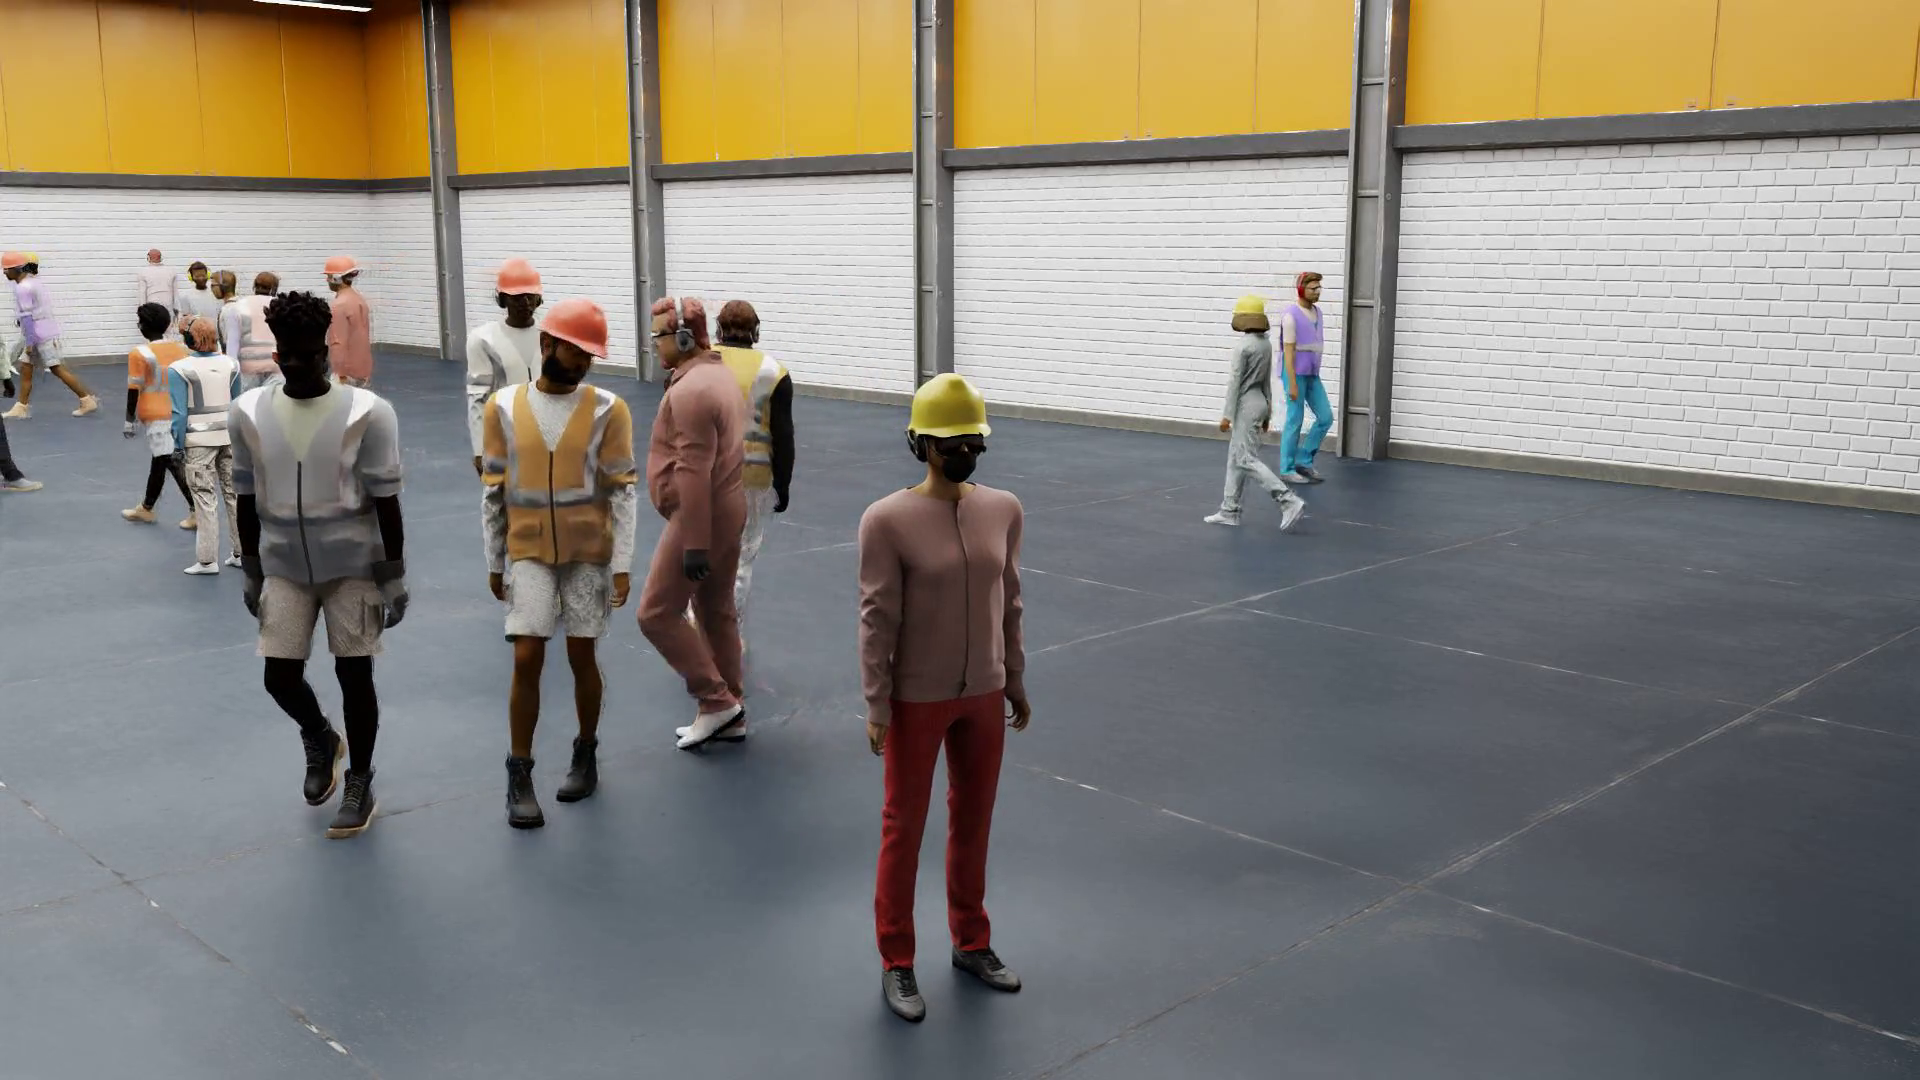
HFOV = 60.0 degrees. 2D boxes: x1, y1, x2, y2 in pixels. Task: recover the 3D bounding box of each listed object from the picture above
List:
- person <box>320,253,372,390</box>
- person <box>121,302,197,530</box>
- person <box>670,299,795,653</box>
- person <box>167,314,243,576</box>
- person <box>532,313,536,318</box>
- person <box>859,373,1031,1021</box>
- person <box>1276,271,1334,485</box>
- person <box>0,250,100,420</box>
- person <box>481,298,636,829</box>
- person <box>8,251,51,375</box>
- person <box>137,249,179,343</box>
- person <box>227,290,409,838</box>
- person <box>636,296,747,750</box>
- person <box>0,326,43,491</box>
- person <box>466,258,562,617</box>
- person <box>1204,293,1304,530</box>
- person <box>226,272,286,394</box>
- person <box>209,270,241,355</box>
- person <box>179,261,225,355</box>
[{"bbox_3d":[-5.207,-1.466,14.309,0.532,1.978,0.620,1,10,7],"label":"person"},{"bbox_3d":[-5.821,-0.894,12.084,0.861,1.647,0.544,3,11,16],"label":"person"},{"bbox_3d":[-1.148,-0.294,8.377,0.656,1.813,0.457,1,10,7],"label":"person"},{"bbox_3d":[-4.730,-0.597,10.486,0.309,1.645,0.514,5,12,27],"label":"person"},{"bbox_3d":[-4.493,-1.836,17.329,0.308,1.610,0.567,-1,10,-4],"label":"person"},{"bbox_3d":[-0.029,0.424,4.580,0.533,1.768,0.311,-7,12,-33],"label":"person"},{"bbox_3d":[2.961,-1.373,14.214,0.528,1.822,0.590,9,14,42],"label":"person"},{"bbox_3d":[-10.643,-2.371,19.325,1.064,1.976,0.601,-5,12,-26],"label":"person"},{"bbox_3d":[-1.479,0.081,6.101,0.570,1.897,0.666,-1,10,-6],"label":"person"},{"bbox_3d":[-14.365,-3.488,25.602,0.599,1.893,0.933,8,13,38],"label":"person"},{"bbox_3d":[-13.271,-3.857,27.543,0.408,1.908,0.646,10,14,43],"label":"person"},{"bbox_3d":[-2.267,0.086,5.924,0.615,1.943,0.501,-1,10,-4],"label":"person"},{"bbox_3d":[-1.098,-0.054,6.857,0.447,1.884,0.681,1,10,4],"label":"person"},{"bbox_3d":[-8.261,-1.379,13.918,1.003,1.954,0.628,1,10,5],"label":"person"},{"bbox_3d":[-2.395,-0.552,9.260,0.644,1.993,0.999,-6,12,-28],"label":"person"},{"bbox_3d":[2.154,-0.923,12.053,0.767,1.718,0.488,7,12,32],"label":"person"},{"bbox_3d":[-6.521,-1.592,15.539,0.664,1.786,0.914,-6,12,-31],"label":"person"},{"bbox_3d":[-6.907,-1.628,15.660,0.905,1.800,0.506,0,10,2],"label":"person"},{"bbox_3d":[-8.701,-2.303,19.259,0.553,1.836,0.450,-7,12,-32],"label":"person"}]
